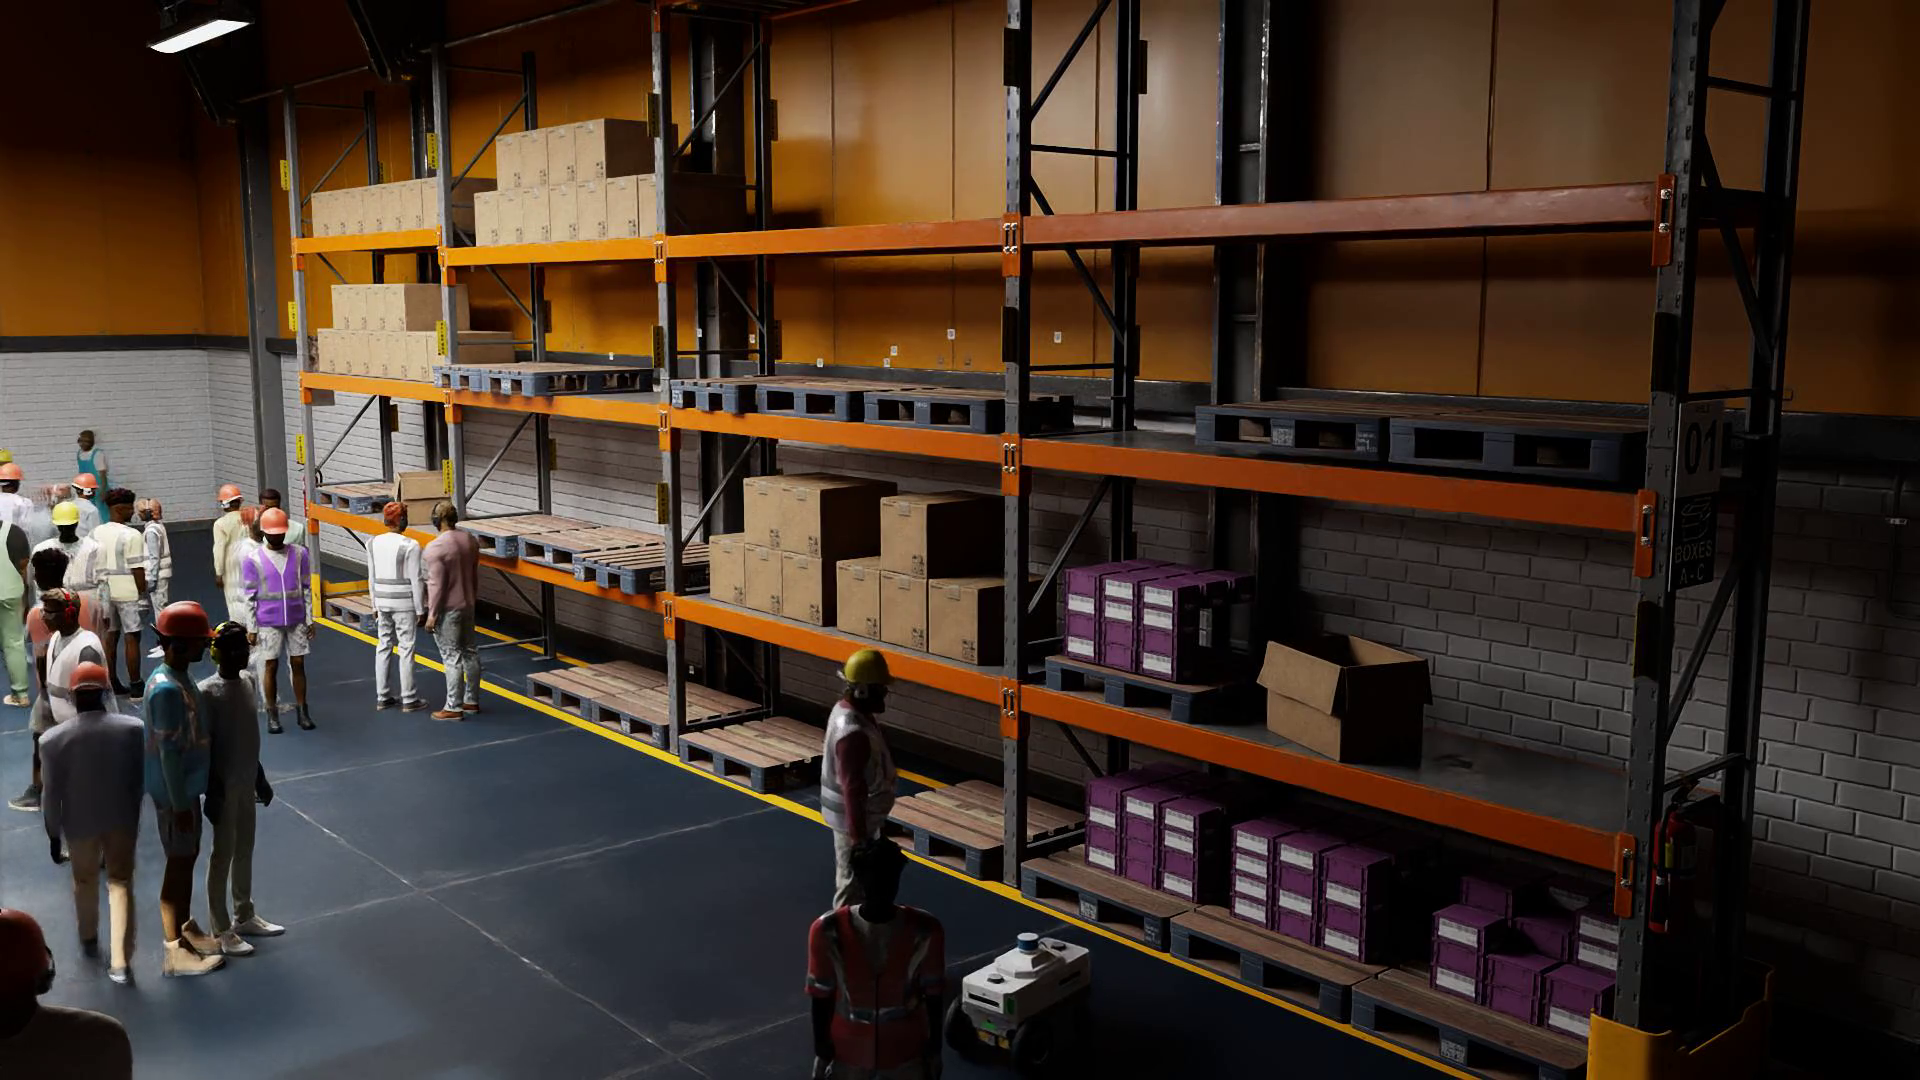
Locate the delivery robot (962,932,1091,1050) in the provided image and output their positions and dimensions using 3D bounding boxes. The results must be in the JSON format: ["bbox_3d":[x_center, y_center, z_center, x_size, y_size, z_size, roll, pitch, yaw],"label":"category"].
[{"bbox_3d":[0.331,2.163,8.122,0.477,0.478,0.707,7,11,38],"label":"delivery robot"}]

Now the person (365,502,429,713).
[{"bbox_3d":[-5.010,0.596,14.797,0.574,1.874,0.354,3,9,21],"label":"person"}]

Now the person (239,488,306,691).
[{"bbox_3d":[-6.418,0.461,15.592,0.589,1.913,0.394,-4,9,-23],"label":"person"}]

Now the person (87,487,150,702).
[{"bbox_3d":[-7.644,0.497,15.171,0.608,1.958,0.385,3,9,21],"label":"person"}]

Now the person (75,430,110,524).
[{"bbox_3d":[-12.531,-0.697,24.013,0.532,1.793,0.863,2,8,14],"label":"person"}]

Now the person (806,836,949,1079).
[{"bbox_3d":[-0.309,1.918,6.256,0.536,1.691,0.323,-1,8,-4],"label":"person"}]

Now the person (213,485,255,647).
[{"bbox_3d":[-7.556,0.292,17.345,0.360,1.743,0.569,4,9,23],"label":"person"}]

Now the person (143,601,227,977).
[{"bbox_3d":[-4.210,1.340,9.064,0.410,2.035,0.608,-3,9,-19],"label":"person"}]

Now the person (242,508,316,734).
[{"bbox_3d":[-5.737,0.679,14.052,0.548,1.924,0.387,-6,10,-37],"label":"person"}]

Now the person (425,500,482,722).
[{"bbox_3d":[-4.415,0.612,14.462,0.371,1.935,0.627,3,9,20],"label":"person"}]

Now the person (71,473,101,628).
[{"bbox_3d":[-9.715,0.120,18.549,0.557,1.744,0.348,5,10,33],"label":"person"}]

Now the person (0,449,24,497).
[{"bbox_3d":[-12.394,-0.319,21.642,0.495,1.728,0.438,3,9,17],"label":"person"}]

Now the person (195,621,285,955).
[{"bbox_3d":[-4.075,1.375,9.375,0.328,1.874,0.521,2,8,11],"label":"person"}]

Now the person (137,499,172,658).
[{"bbox_3d":[-8.229,0.388,17.033,0.313,1.639,0.517,-3,9,-18],"label":"person"}]

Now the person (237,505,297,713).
[{"bbox_3d":[-6.211,0.616,14.658,0.554,1.868,0.580,-2,8,-11],"label":"person"}]

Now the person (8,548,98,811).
[{"bbox_3d":[-6.356,1.004,11.826,0.934,1.924,0.611,2,9,16],"label":"person"}]

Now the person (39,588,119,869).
[{"bbox_3d":[-5.647,1.203,10.709,0.561,1.836,0.391,7,11,41],"label":"person"}]

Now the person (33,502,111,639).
[{"bbox_3d":[-7.724,0.616,14.500,0.587,1.920,0.390,-3,9,-20],"label":"person"}]

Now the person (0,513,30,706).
[{"bbox_3d":[-8.652,0.513,14.778,0.535,2.000,0.679,5,10,31],"label":"person"}]

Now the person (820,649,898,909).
[{"bbox_3d":[-0.534,1.477,8.881,0.424,1.821,0.605,-1,8,-5],"label":"person"}]

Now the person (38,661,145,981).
[{"bbox_3d":[-4.710,1.513,9.093,0.543,1.681,0.975,-5,10,-31],"label":"person"}]

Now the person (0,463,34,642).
[{"bbox_3d":[-10.125,0.142,17.787,0.558,1.924,0.423,0,8,1],"label":"person"}]

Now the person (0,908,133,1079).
[{"bbox_3d":[-2.646,1.990,4.720,0.627,1.986,0.409,-3,9,-21],"label":"person"}]
